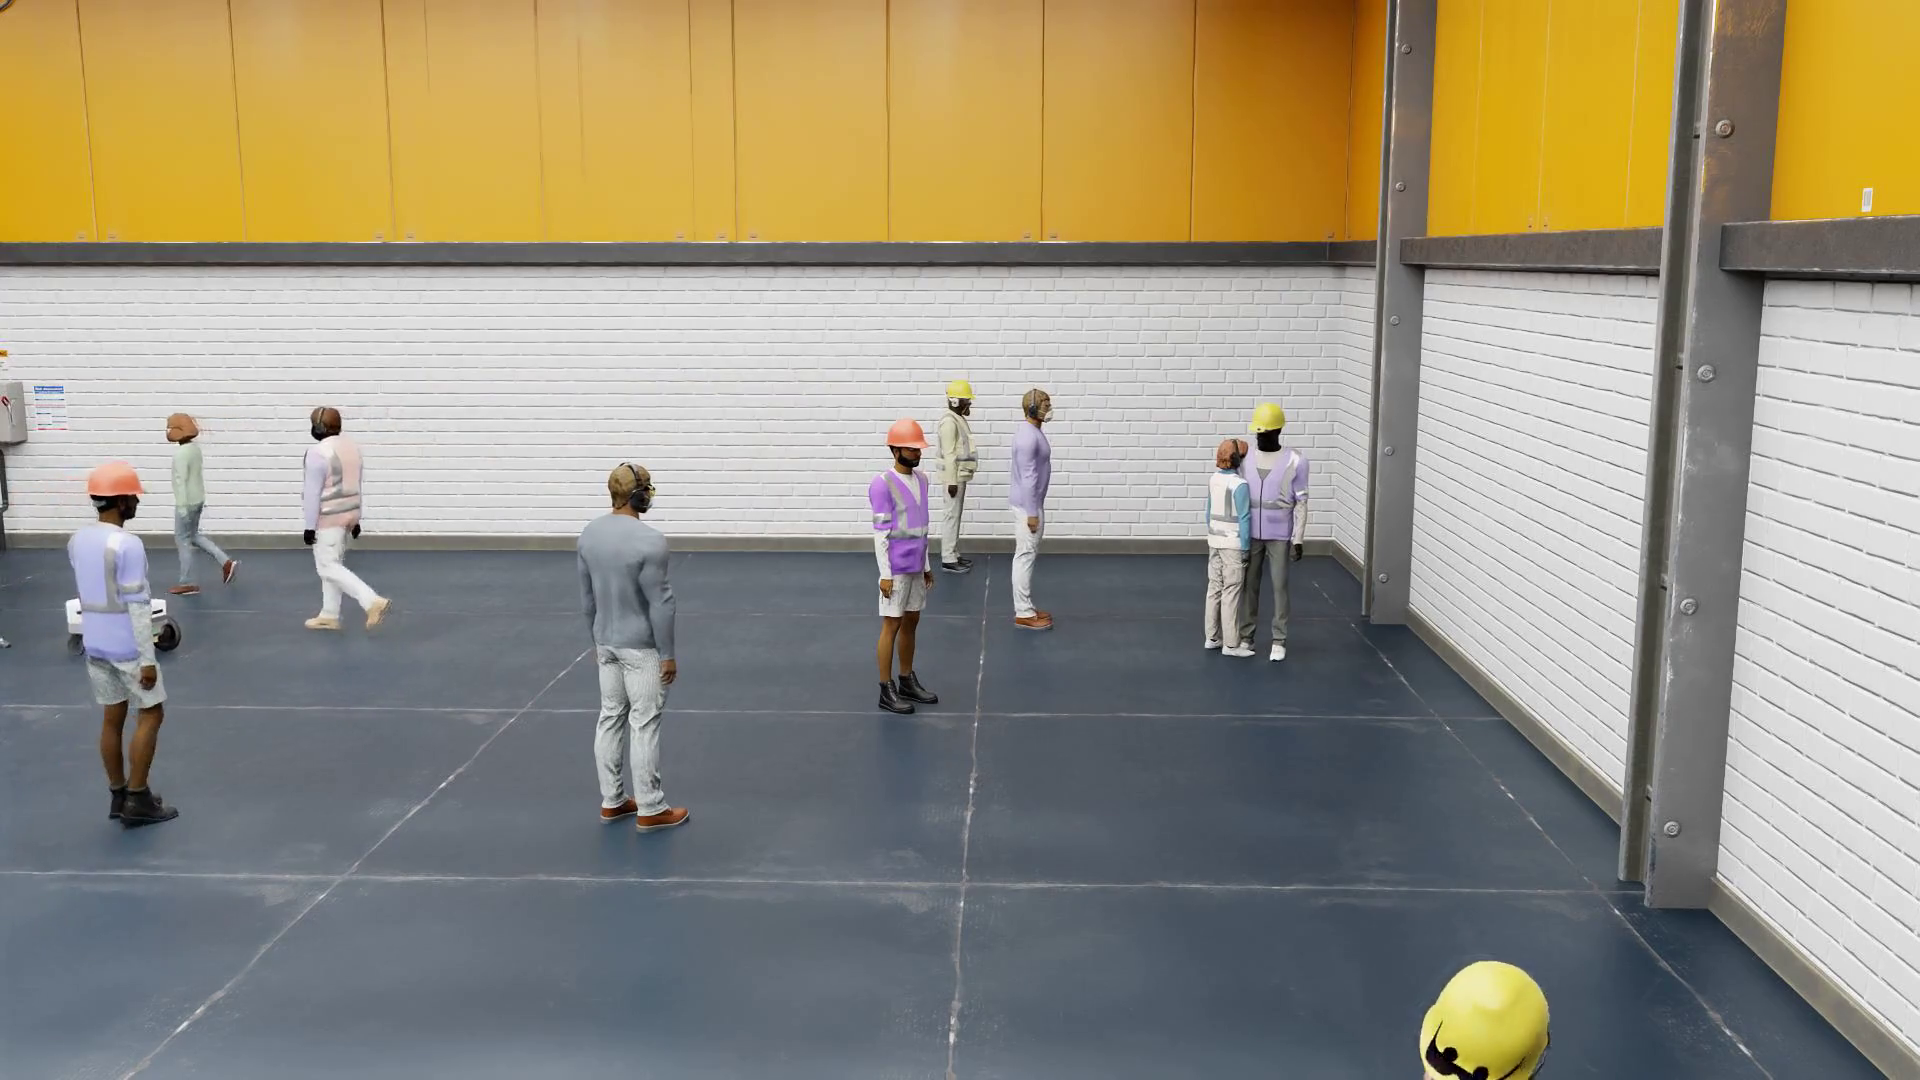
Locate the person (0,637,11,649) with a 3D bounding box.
[{"bbox_3d":[-7.738,-0.075,12.771,0.902,1.810,0.579,5,11,28],"label":"person"}]

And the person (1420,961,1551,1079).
[{"bbox_3d":[0.994,1.589,3.277,0.331,1.729,0.677,0,10,1],"label":"person"}]

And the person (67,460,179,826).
[{"bbox_3d":[-4.422,0.542,8.785,0.557,1.939,0.374,5,11,28],"label":"person"}]

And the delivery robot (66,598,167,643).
[{"bbox_3d":[-6.325,0.553,12.471,0.707,0.478,0.477,3,10,18],"label":"delivery robot"}]

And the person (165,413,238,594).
[{"bbox_3d":[-6.784,-0.320,14.721,0.527,1.620,0.512,-1,10,-4],"label":"person"}]

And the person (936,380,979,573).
[{"bbox_3d":[-0.026,-0.612,15.843,0.403,1.827,0.601,1,10,6],"label":"person"}]

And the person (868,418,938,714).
[{"bbox_3d":[-0.356,0.164,10.981,0.356,1.938,0.545,6,11,32],"label":"person"}]

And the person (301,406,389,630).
[{"bbox_3d":[-4.915,-0.155,13.198,0.728,1.821,0.629,1,10,9],"label":"person"}]

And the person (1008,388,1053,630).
[{"bbox_3d":[0.580,-0.256,13.438,0.377,1.940,0.628,1,10,6],"label":"person"}]

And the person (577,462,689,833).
[{"bbox_3d":[-1.710,0.557,8.680,0.631,1.939,0.370,7,12,35],"label":"person"}]

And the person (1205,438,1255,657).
[{"bbox_3d":[2.019,0.056,12.485,0.305,1.640,0.522,-4,10,-22],"label":"person"}]

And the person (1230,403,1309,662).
[{"bbox_3d":[2.275,-0.058,12.334,0.585,1.920,0.382,6,11,30],"label":"person"}]
